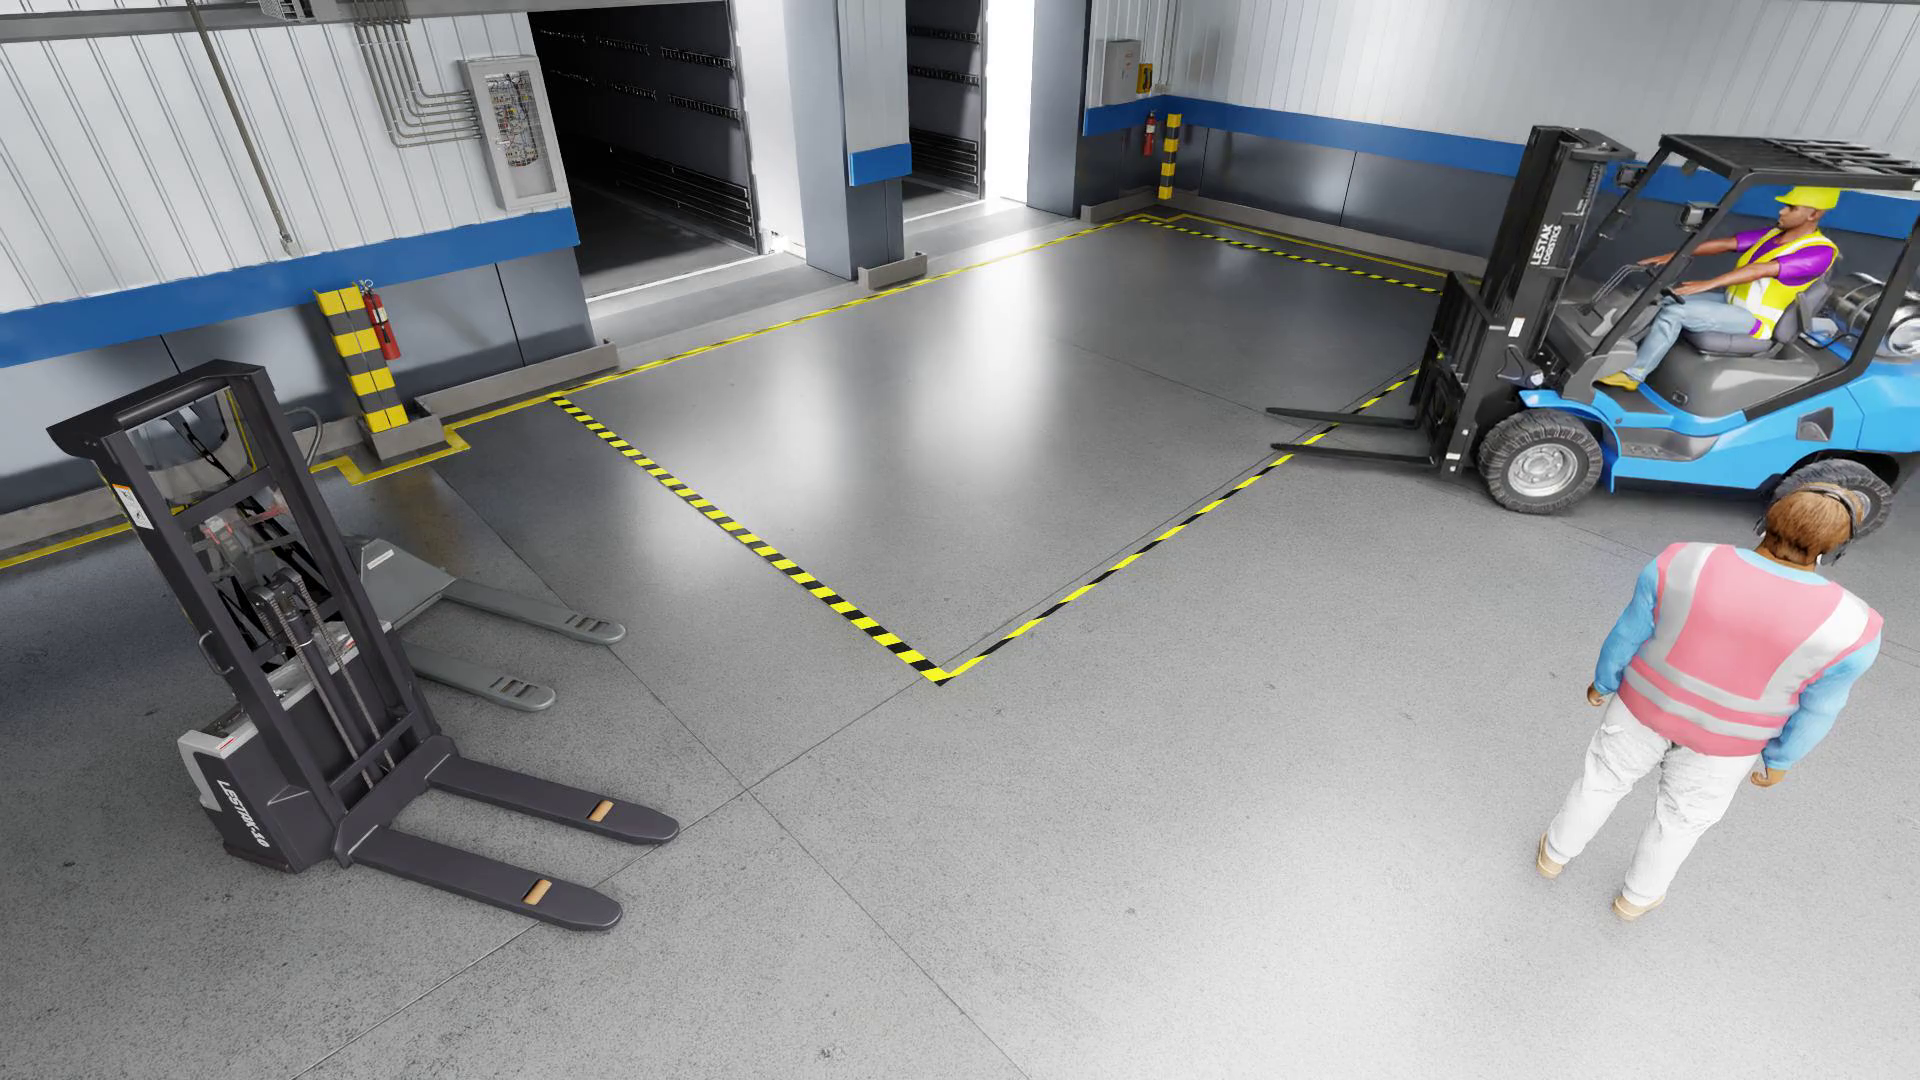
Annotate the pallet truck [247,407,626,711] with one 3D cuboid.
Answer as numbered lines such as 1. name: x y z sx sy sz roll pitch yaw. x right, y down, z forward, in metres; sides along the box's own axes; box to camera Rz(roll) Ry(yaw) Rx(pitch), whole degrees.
1. pallet truck: -2.628 0.038 4.590 1.601 1.201 0.680 12 36 18

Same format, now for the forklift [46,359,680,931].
1. forklift: -2.135 0.422 3.354 1.885 1.965 0.823 10 35 14

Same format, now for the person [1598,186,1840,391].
1. person: 4.530 -1.546 5.600 1.004 1.293 0.635 7 35 10

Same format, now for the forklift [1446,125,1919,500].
1. forklift: 4.587 -1.381 5.688 2.680 2.036 1.157 7 35 10

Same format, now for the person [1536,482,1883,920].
1. person: 2.563 0.610 3.215 0.429 1.841 0.633 -28 43 -35
